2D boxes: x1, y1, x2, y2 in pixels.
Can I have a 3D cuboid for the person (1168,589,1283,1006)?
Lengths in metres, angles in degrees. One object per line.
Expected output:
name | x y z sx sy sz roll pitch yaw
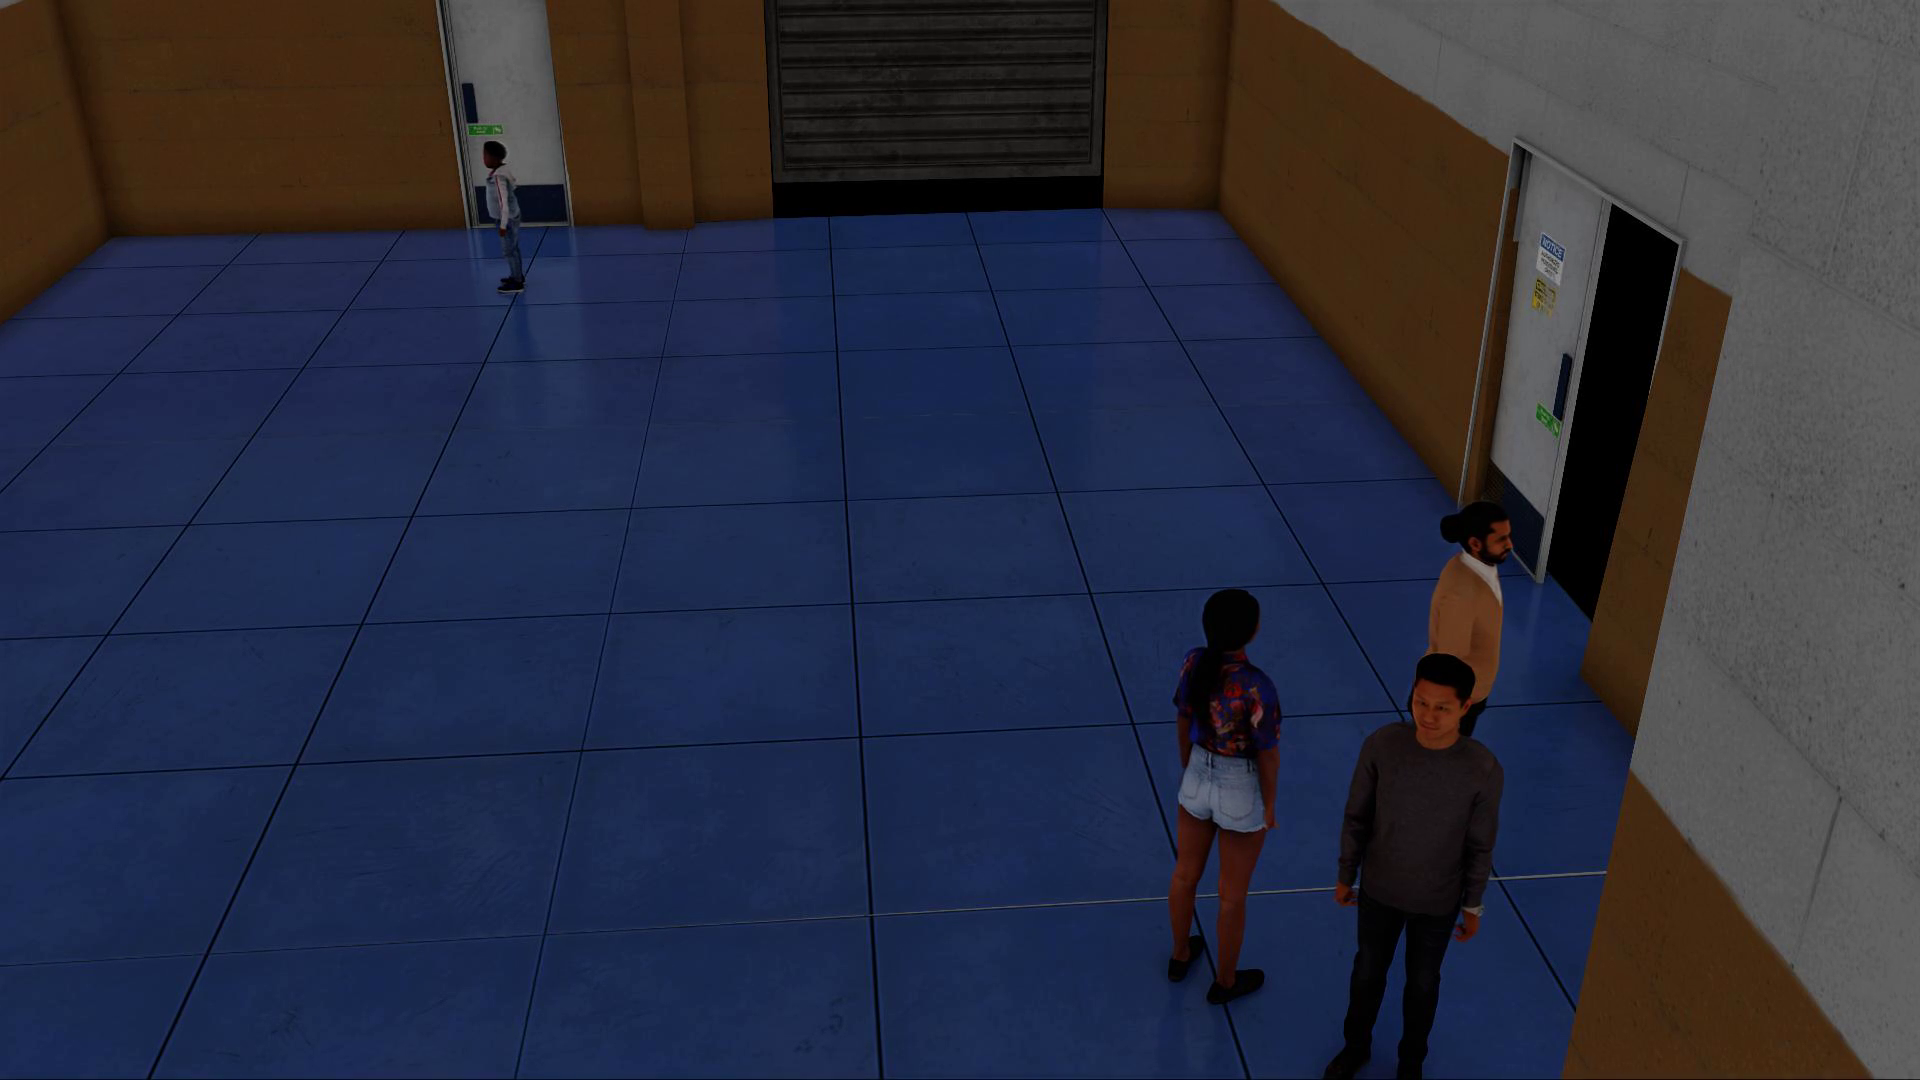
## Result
person | 0.965 0.942 6.141 0.666 1.743 0.716 23 35 37

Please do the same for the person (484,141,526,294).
person | -3.790 -2.707 13.870 0.472 1.259 0.472 -3 27 -5

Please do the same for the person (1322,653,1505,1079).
person | 1.545 1.170 5.663 0.650 1.768 0.781 -9 28 -17

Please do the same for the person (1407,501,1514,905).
person | 1.986 0.636 6.724 0.742 1.753 0.748 11 29 21
